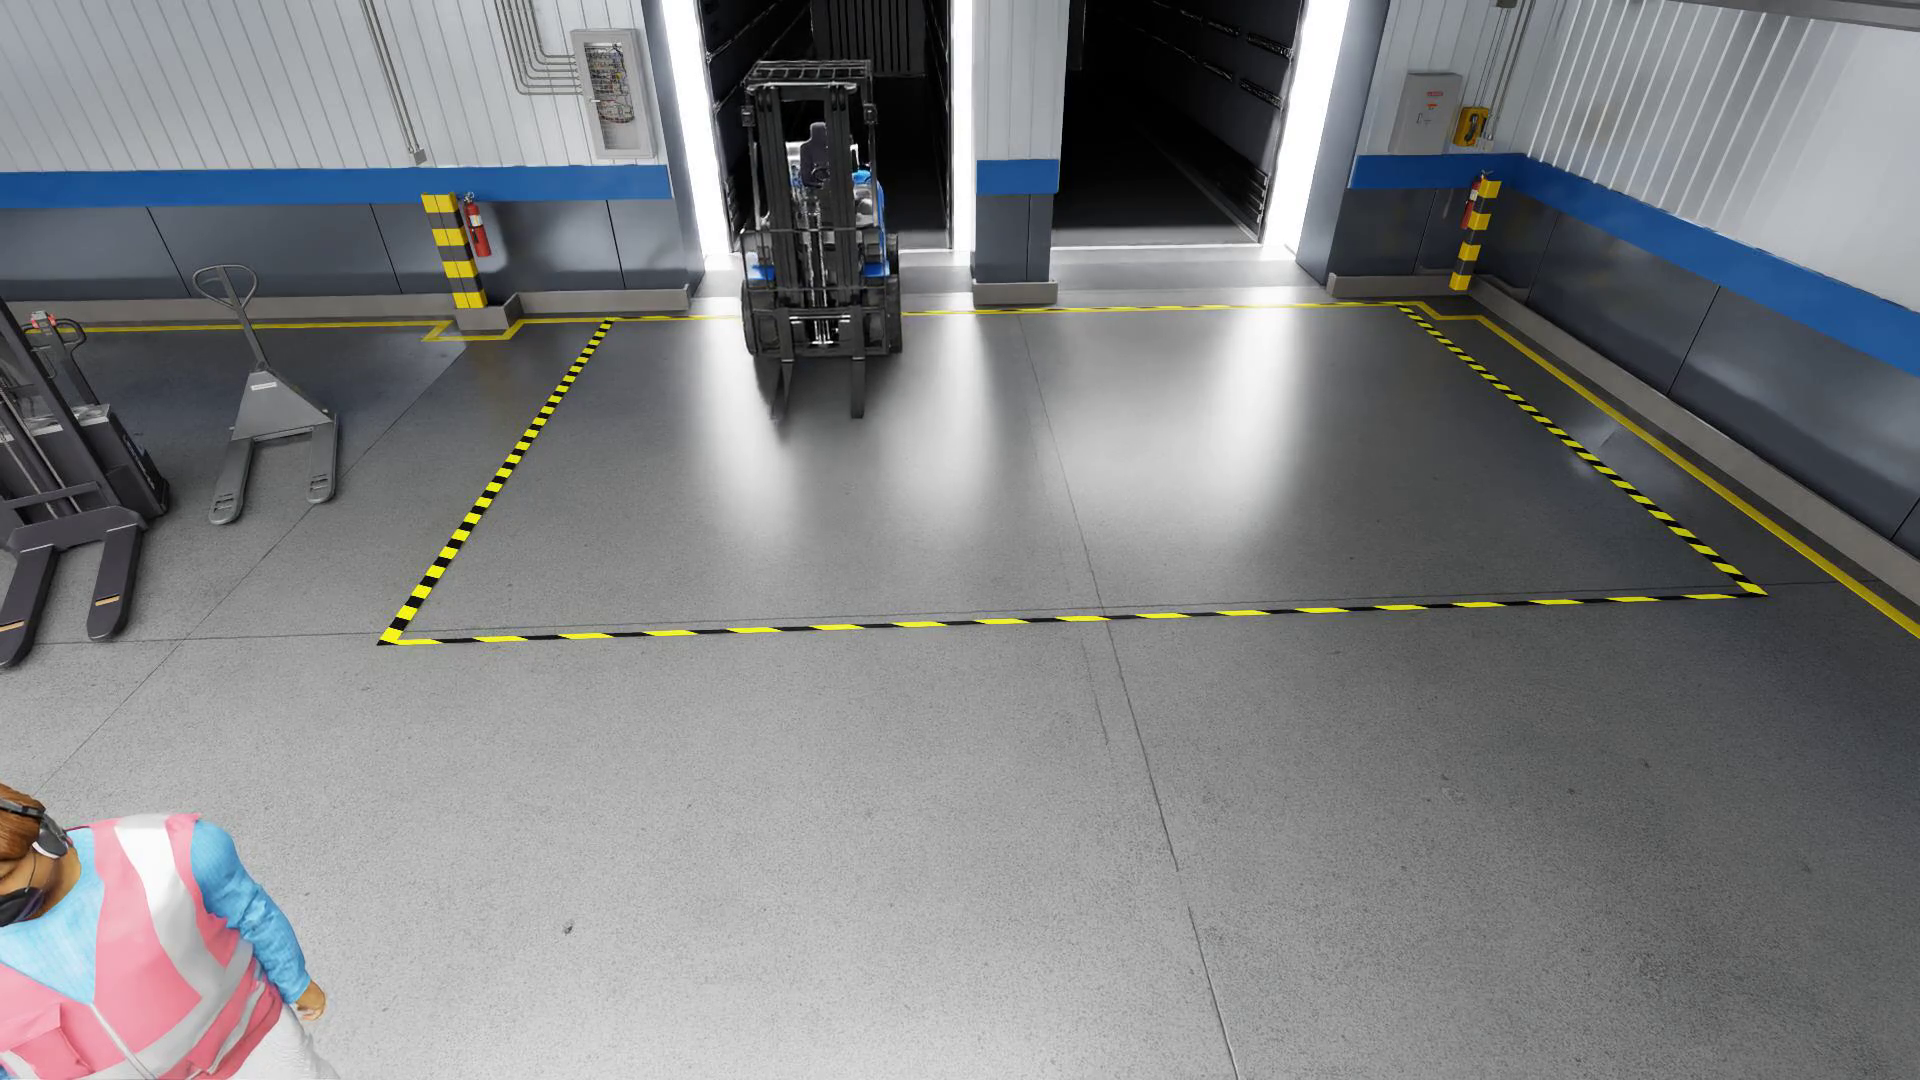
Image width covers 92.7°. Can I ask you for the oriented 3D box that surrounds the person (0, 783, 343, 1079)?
[{"bbox_3d":[-1.964,1.274,2.294,0.632,1.842,0.429,-27,43,-33],"label":"person"}]

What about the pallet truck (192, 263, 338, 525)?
[{"bbox_3d":[-4.778,-1.027,6.128,0.680,1.201,1.601,-17,38,-23],"label":"pallet truck"}]

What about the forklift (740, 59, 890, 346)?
[{"bbox_3d":[-1.235,-3.078,8.092,1.157,2.036,2.680,-3,35,-4],"label":"forklift"}]

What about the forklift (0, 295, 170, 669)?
[{"bbox_3d":[-5.212,-0.618,4.878,0.823,1.965,1.885,-20,39,-26],"label":"forklift"}]
